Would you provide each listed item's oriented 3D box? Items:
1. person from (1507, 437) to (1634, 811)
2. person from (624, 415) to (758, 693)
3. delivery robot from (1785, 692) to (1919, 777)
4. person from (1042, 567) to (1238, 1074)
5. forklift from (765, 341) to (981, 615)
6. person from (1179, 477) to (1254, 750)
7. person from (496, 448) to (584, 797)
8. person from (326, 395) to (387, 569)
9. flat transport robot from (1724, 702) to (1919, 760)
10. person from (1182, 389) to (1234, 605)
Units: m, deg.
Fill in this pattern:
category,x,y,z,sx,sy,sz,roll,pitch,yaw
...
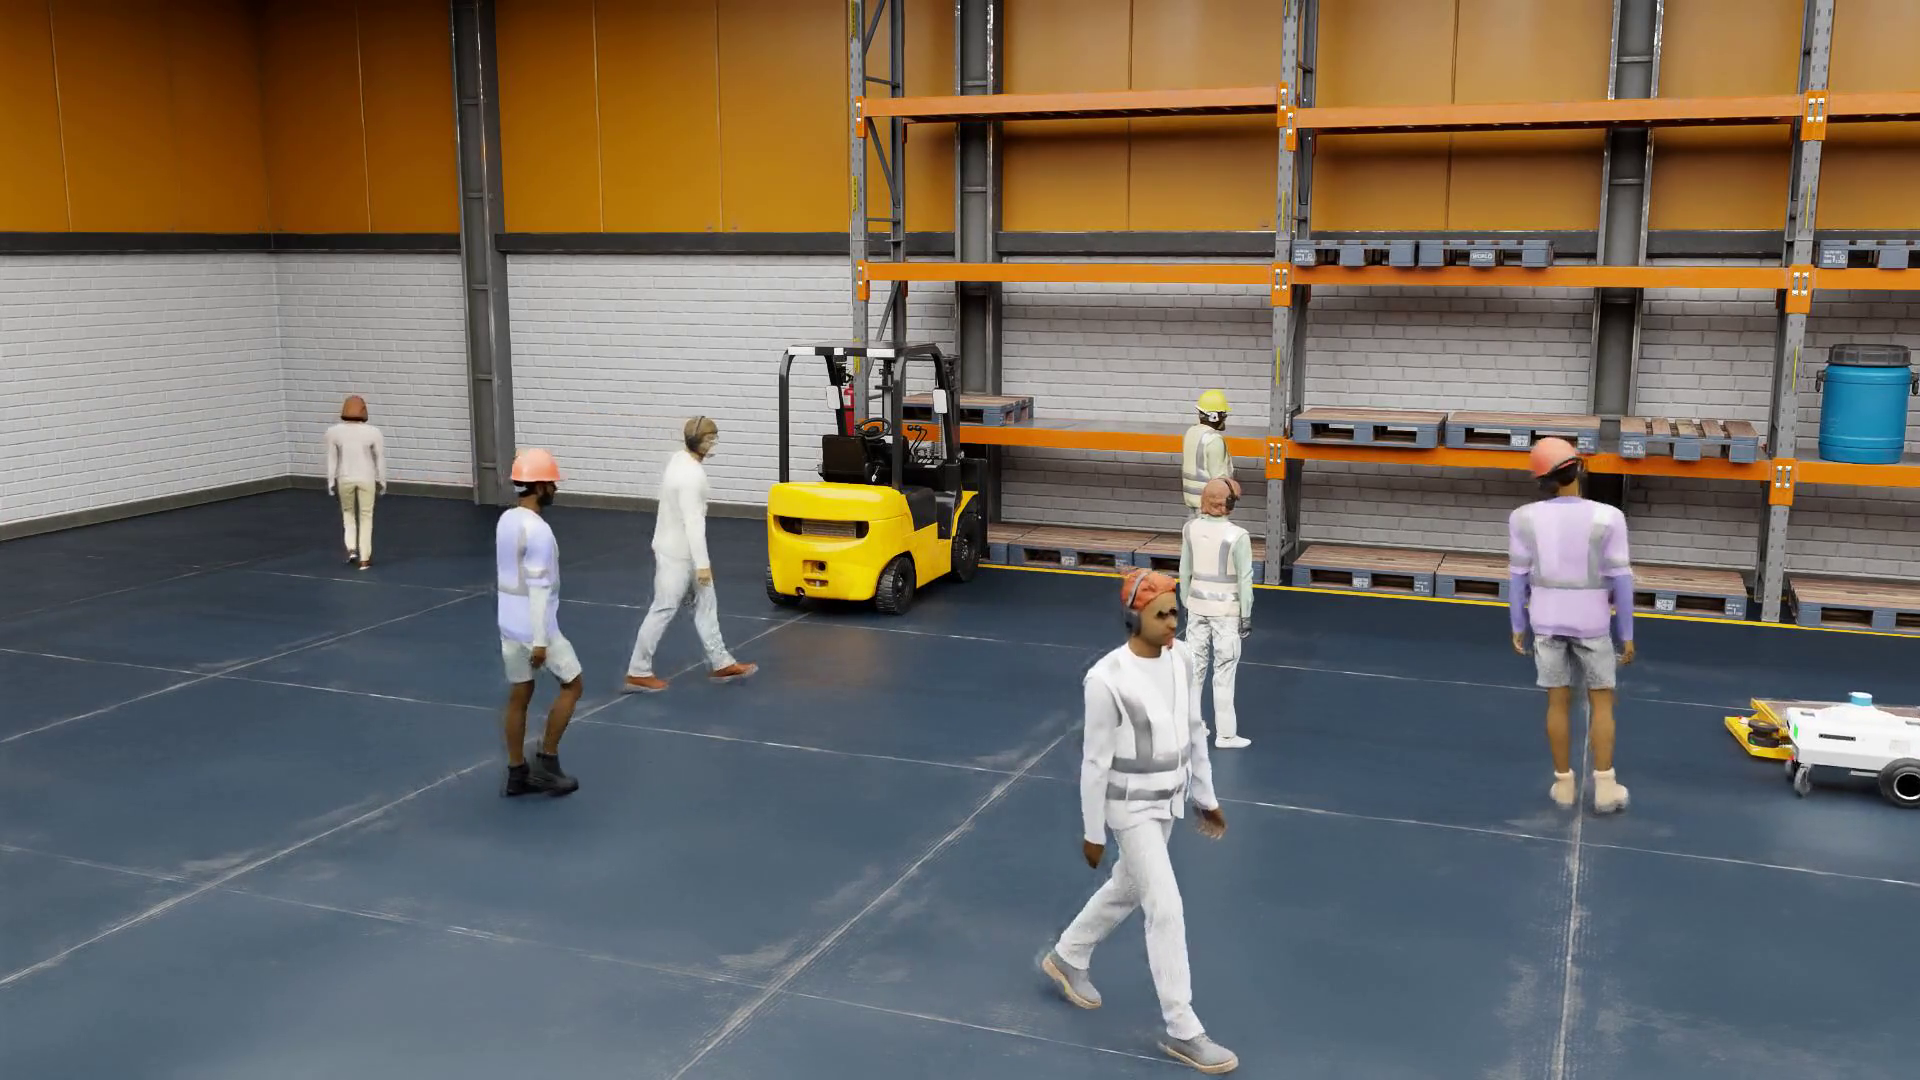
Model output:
category,x,y,z,sx,sy,sz,roll,pitch,yaw
person,3.274,0.450,8.956,0.696,1.987,0.398,6,12,30
person,-1.827,0.098,11.190,0.996,1.879,0.653,-2,10,-10
delivery robot,4.945,1.083,9.162,0.707,0.478,0.477,4,11,21
person,0.659,1.000,6.313,0.955,1.850,0.584,9,13,40
forklift,-0.739,-0.602,14.246,1.214,2.155,2.313,4,11,21
person,1.537,0.440,9.994,0.307,1.636,0.525,-9,14,-42
person,-2.313,0.458,9.099,0.505,1.919,0.542,-9,14,-42
person,-5.607,-0.539,15.486,0.532,1.618,0.368,-2,10,-10
flat transport robot,5.386,1.145,9.872,1.431,0.197,0.652,2,10,11
person,2.046,-0.325,13.711,0.403,1.830,0.600,-3,11,-17
